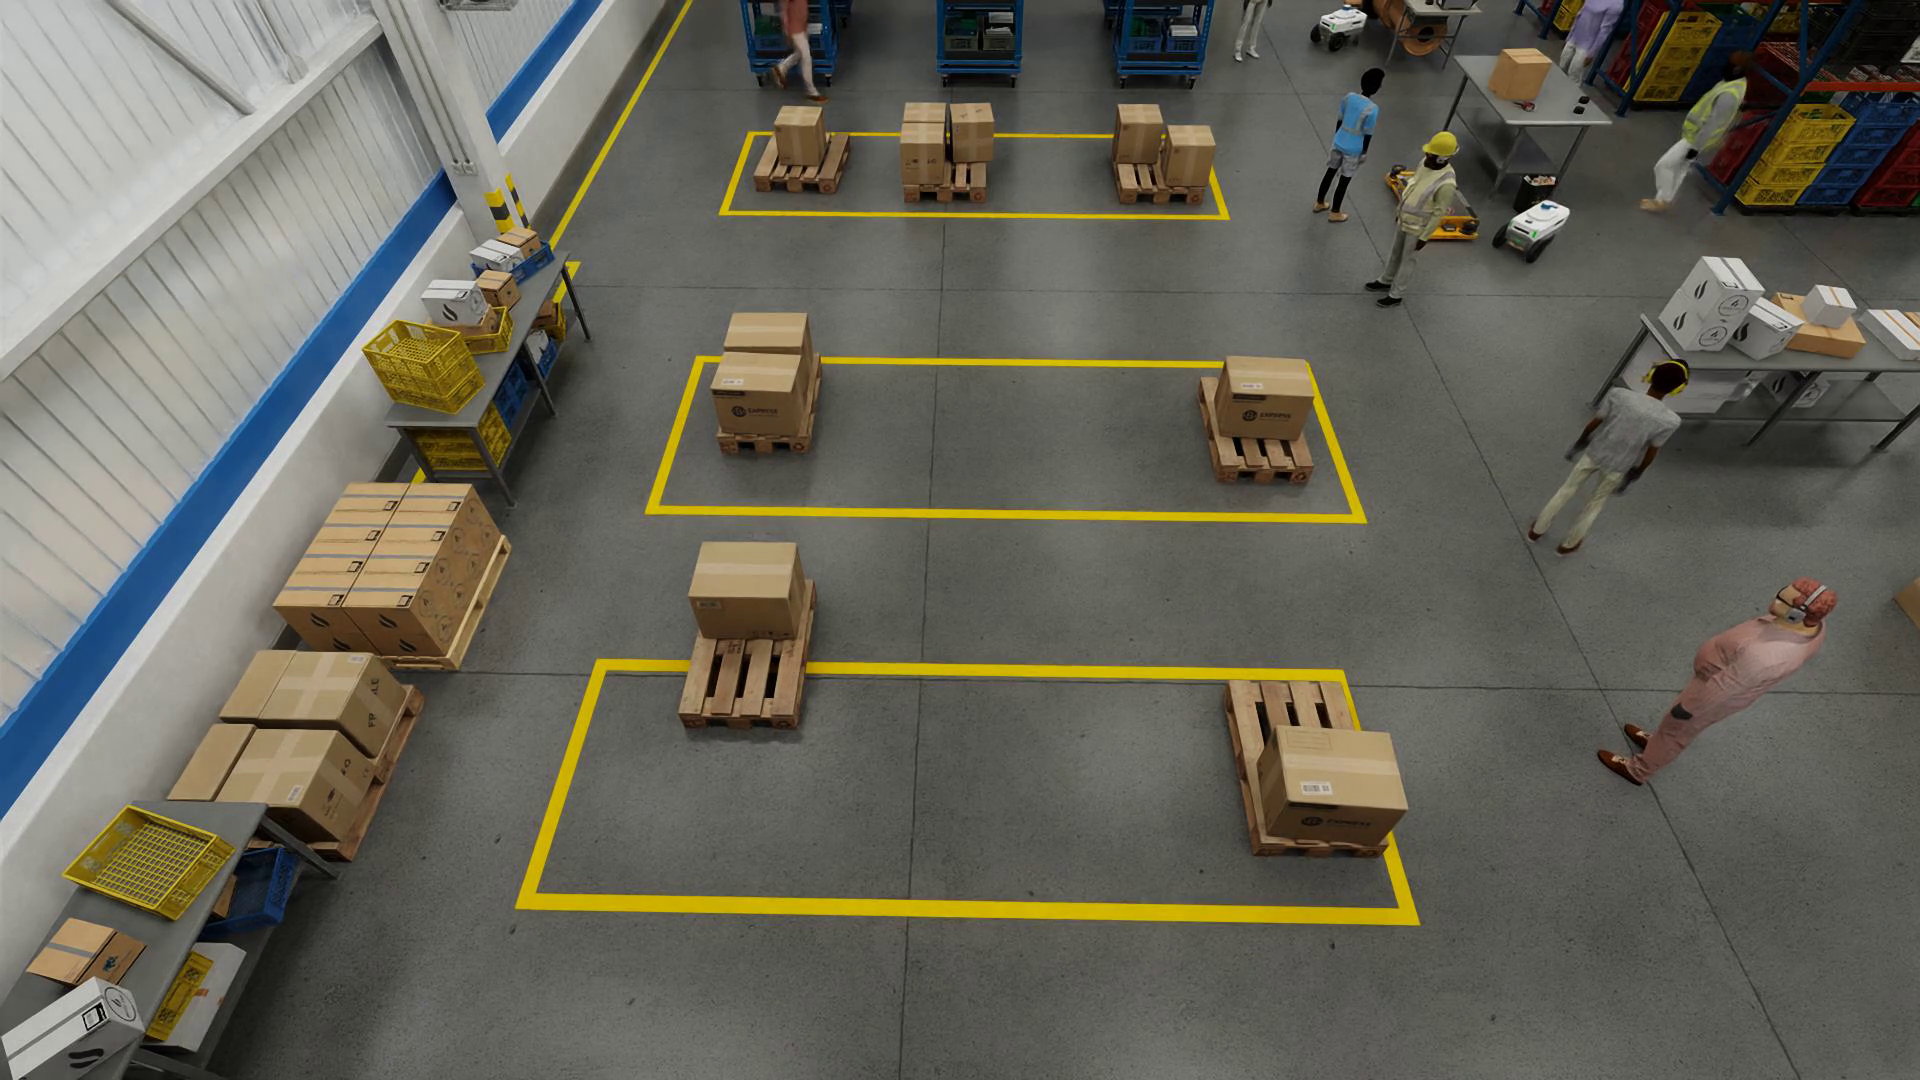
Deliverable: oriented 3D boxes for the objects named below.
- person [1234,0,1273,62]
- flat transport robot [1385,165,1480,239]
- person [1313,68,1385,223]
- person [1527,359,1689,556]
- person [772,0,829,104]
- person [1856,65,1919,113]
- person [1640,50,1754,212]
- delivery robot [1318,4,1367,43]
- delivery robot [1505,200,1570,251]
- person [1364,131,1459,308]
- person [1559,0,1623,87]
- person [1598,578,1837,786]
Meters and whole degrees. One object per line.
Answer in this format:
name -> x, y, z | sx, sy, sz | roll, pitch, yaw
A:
person -> 4.395, -7.992, 13.531 | 0.514, 1.643, 0.307 | -18, 51, -15
flat transport robot -> 5.692, -4.094, 11.059 | 0.652, 0.197, 1.431 | 1, 49, 1
person -> 4.447, -4.490, 10.465 | 0.321, 1.695, 0.530 | -20, 52, -16
person -> 4.939, -0.608, 6.993 | 0.323, 1.870, 0.522 | -36, 58, -27
person -> -2.280, -7.019, 12.478 | 0.810, 1.968, 0.624 | 12, 50, 10
person -> 11.695, -5.766, 11.448 | 0.353, 1.883, 0.573 | -20, 52, -16
person -> 8.430, -4.628, 10.501 | 0.467, 1.824, 0.650 | 29, 55, 23
delivery robot -> 5.936, -8.037, 14.226 | 0.707, 0.478, 0.477 | -22, 53, -18
delivery robot -> 6.547, -3.600, 10.379 | 0.707, 0.478, 0.477 | -30, 55, -22
person -> 4.600, -3.225, 9.282 | 0.403, 1.828, 0.594 | -3, 49, -3
person -> 8.182, -6.510, 12.062 | 0.362, 1.932, 0.630 | -5, 49, -4
person -> 4.679, 0.895, 5.675 | 0.633, 1.899, 0.401 | -26, 54, -21
